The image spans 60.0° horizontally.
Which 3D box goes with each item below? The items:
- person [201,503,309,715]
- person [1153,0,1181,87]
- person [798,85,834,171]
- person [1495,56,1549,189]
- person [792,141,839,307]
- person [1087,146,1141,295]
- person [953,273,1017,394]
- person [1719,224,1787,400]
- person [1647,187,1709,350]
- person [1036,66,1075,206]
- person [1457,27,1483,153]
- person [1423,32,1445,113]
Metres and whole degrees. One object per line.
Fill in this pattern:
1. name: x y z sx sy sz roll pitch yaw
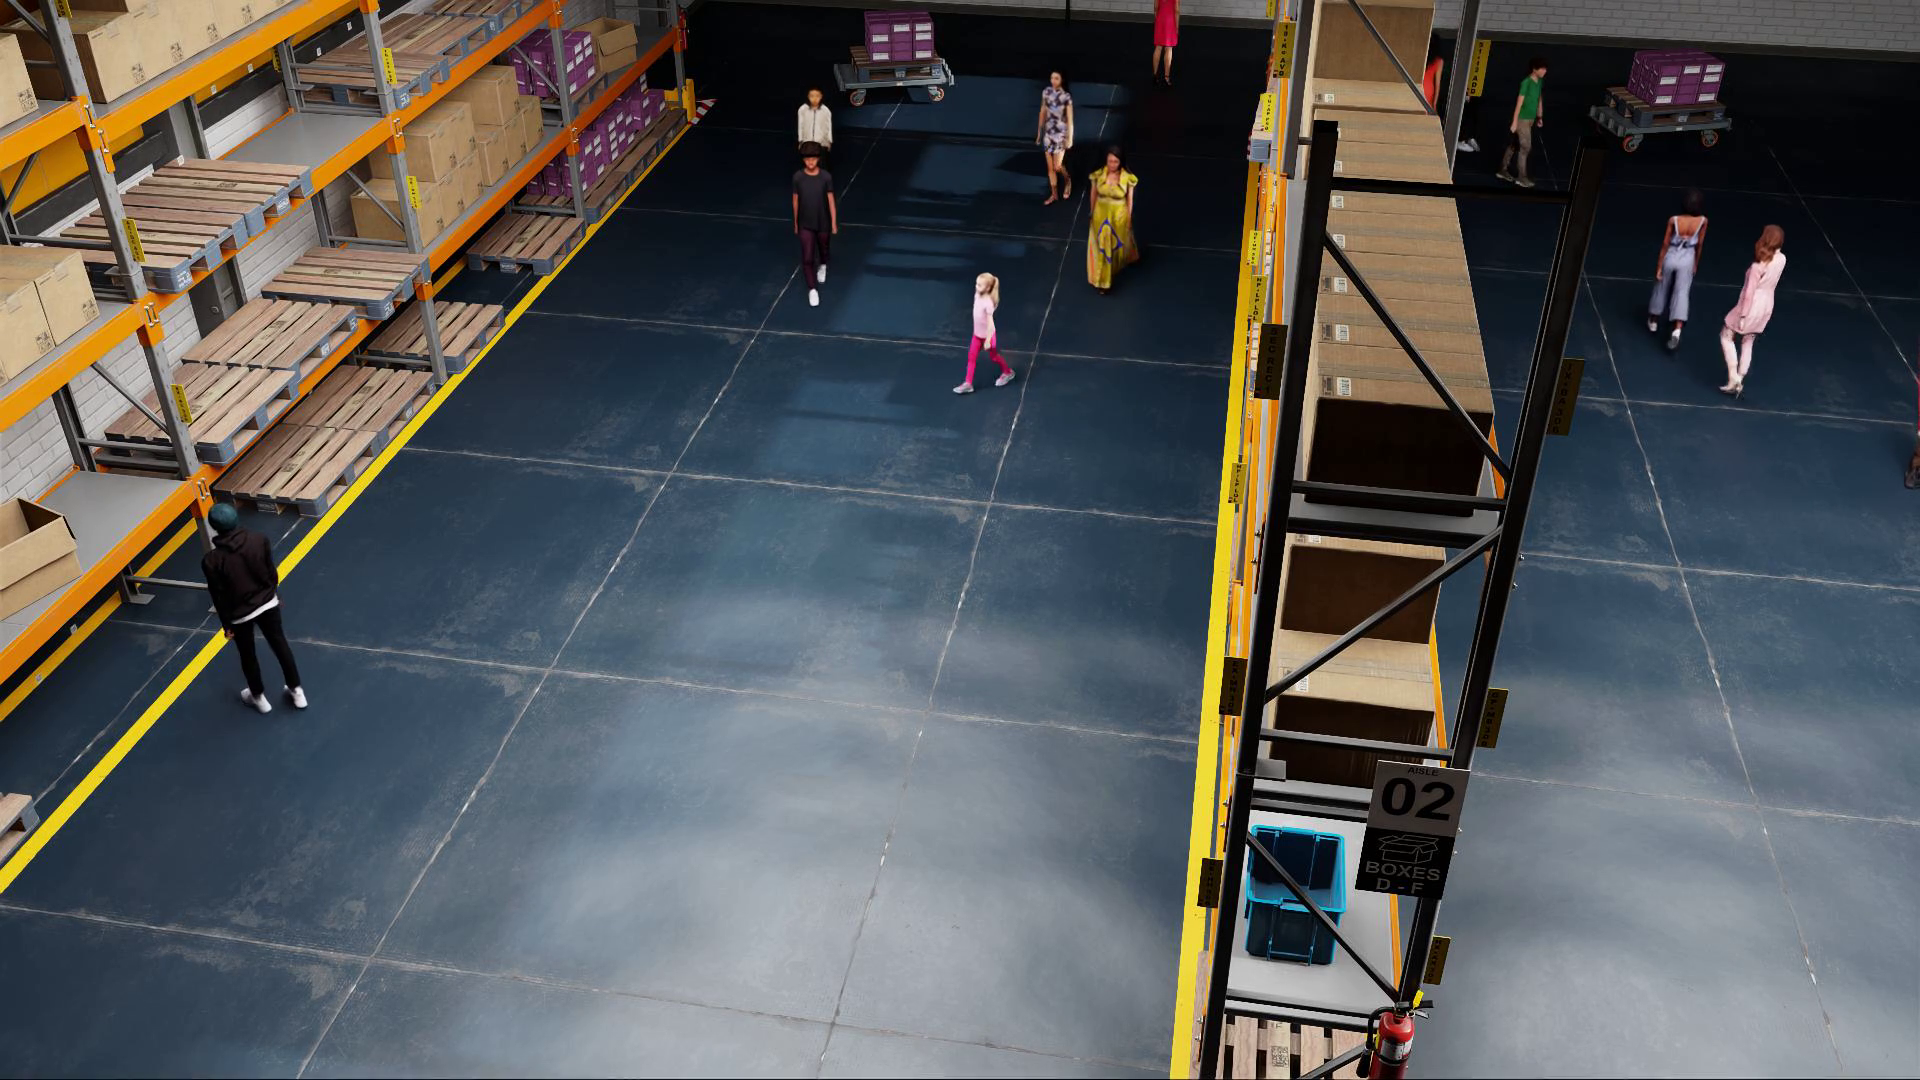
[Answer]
1. person: -5.141 0.496 12.115 0.902 1.823 0.832 26 42 34
2. person: 2.992 -7.505 24.238 0.657 1.728 0.673 22 40 30
3. person: -1.802 -4.956 20.662 0.666 1.441 0.891 -1 34 -1
4. person: 7.061 -5.333 21.052 0.897 1.637 0.929 -28 43 -35
5. person: -1.596 -3.529 18.229 0.854 1.758 1.155 -5 34 -7
6. person: 1.677 -3.591 18.430 0.785 1.639 1.173 4 34 7
7. person: 0.302 -2.058 16.473 0.907 1.251 0.890 -18 38 -25
8. person: 7.763 -2.176 16.165 0.728 1.788 0.757 -12 35 -17
9. person: 7.441 -2.795 17.204 0.618 1.670 1.084 7 34 11
10. person: 1.228 -4.993 20.460 0.748 1.727 0.802 24 41 32
11. person: 6.626 -5.970 21.937 0.847 1.718 0.781 28 42 35
12. person: 5.959 -5.655 21.512 0.743 1.664 1.195 0 34 0
